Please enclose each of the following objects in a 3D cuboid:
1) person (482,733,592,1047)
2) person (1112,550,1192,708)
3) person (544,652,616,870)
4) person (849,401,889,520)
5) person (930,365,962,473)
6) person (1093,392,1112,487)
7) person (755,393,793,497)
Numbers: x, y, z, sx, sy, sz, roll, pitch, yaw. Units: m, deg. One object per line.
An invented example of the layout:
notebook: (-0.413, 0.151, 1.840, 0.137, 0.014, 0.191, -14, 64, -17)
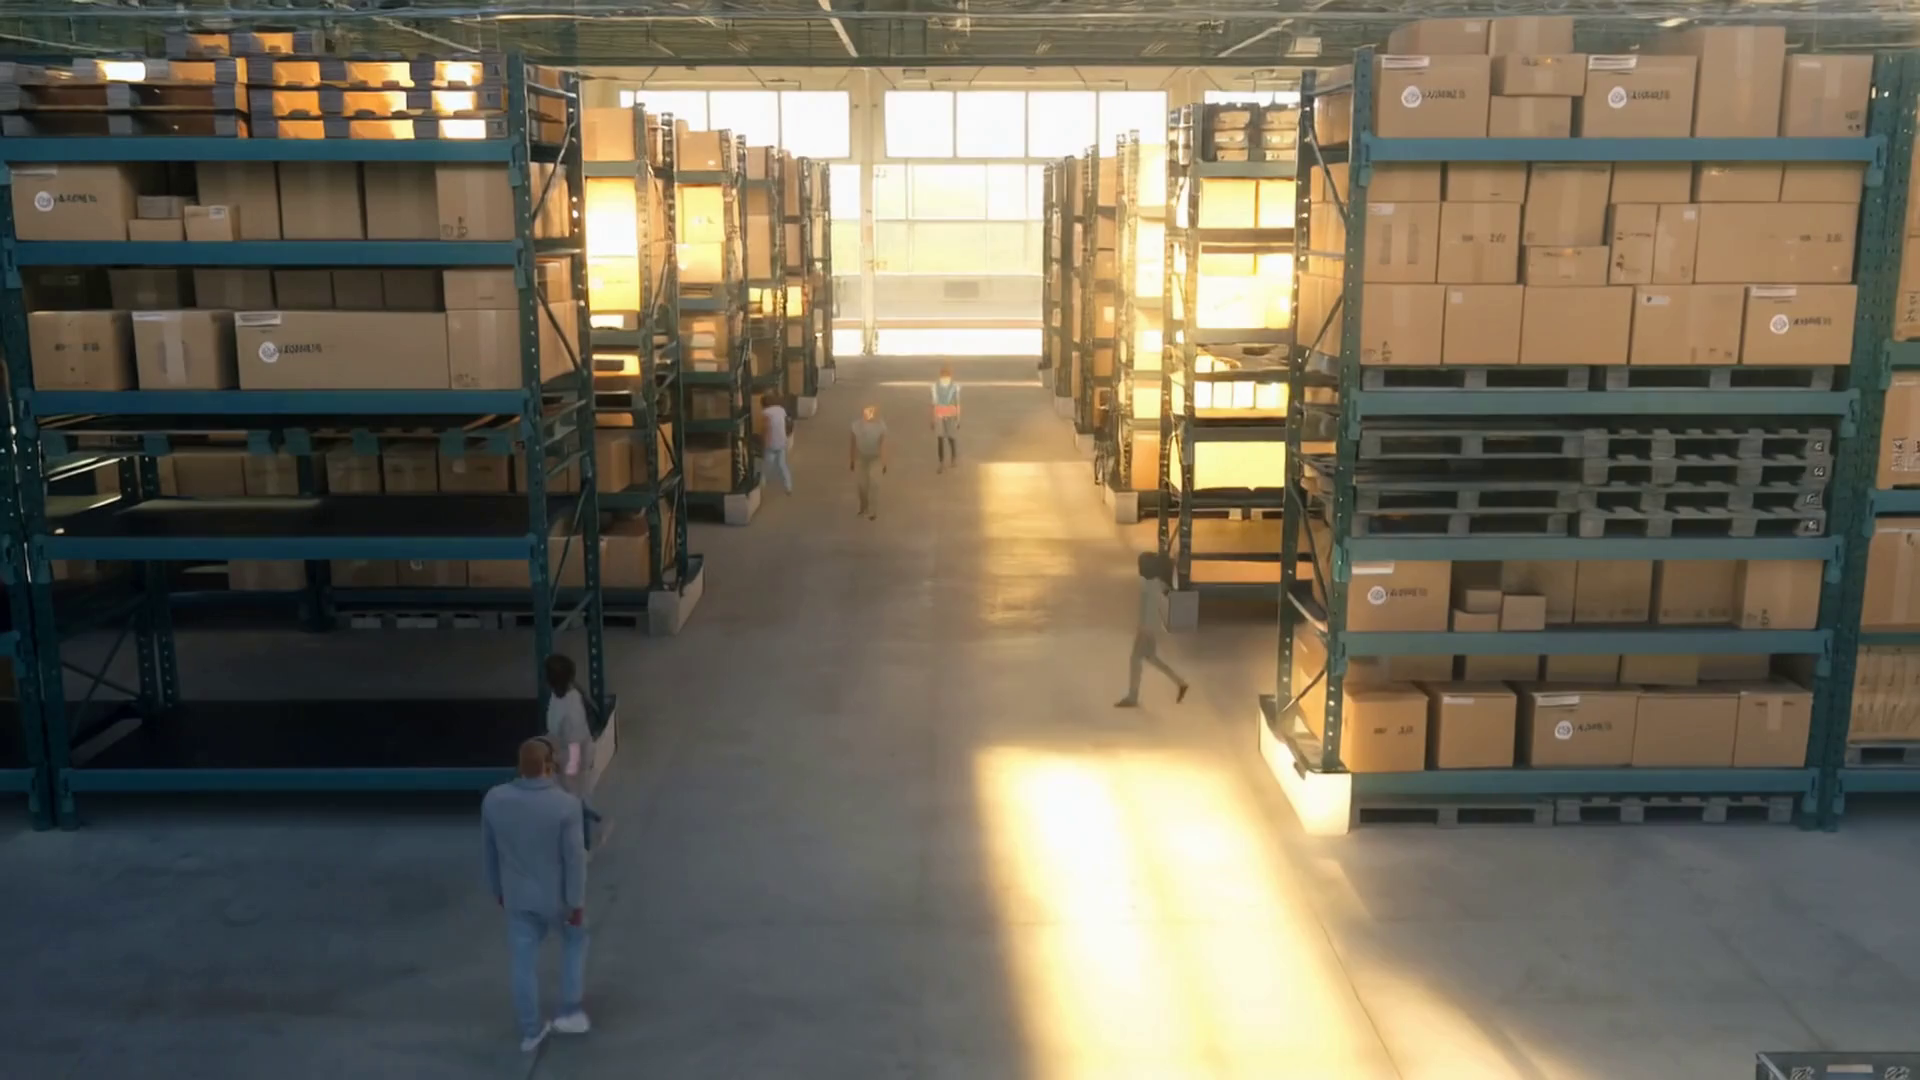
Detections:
person: (-2.491, 2.071, 9.914, 0.647, 1.889, 0.521, 2, 12, 8)
person: (1.920, 0.885, 16.479, 0.737, 1.613, 0.503, 1, 11, 6)
person: (-2.862, 1.652, 12.477, 0.447, 1.684, 0.548, -6, 13, -26)
person: (-1.445, -1.264, 26.420, 0.644, 1.895, 0.449, 1, 11, 6)
person: (-0.250, -2.295, 31.226, 0.611, 2.022, 0.800, 2, 12, 11)
person: (2.538, -1.790, 29.538, 0.319, 1.694, 0.535, -5, 13, -25)
person: (-3.265, -1.610, 28.377, 0.836, 1.797, 0.676, 5, 13, 24)
